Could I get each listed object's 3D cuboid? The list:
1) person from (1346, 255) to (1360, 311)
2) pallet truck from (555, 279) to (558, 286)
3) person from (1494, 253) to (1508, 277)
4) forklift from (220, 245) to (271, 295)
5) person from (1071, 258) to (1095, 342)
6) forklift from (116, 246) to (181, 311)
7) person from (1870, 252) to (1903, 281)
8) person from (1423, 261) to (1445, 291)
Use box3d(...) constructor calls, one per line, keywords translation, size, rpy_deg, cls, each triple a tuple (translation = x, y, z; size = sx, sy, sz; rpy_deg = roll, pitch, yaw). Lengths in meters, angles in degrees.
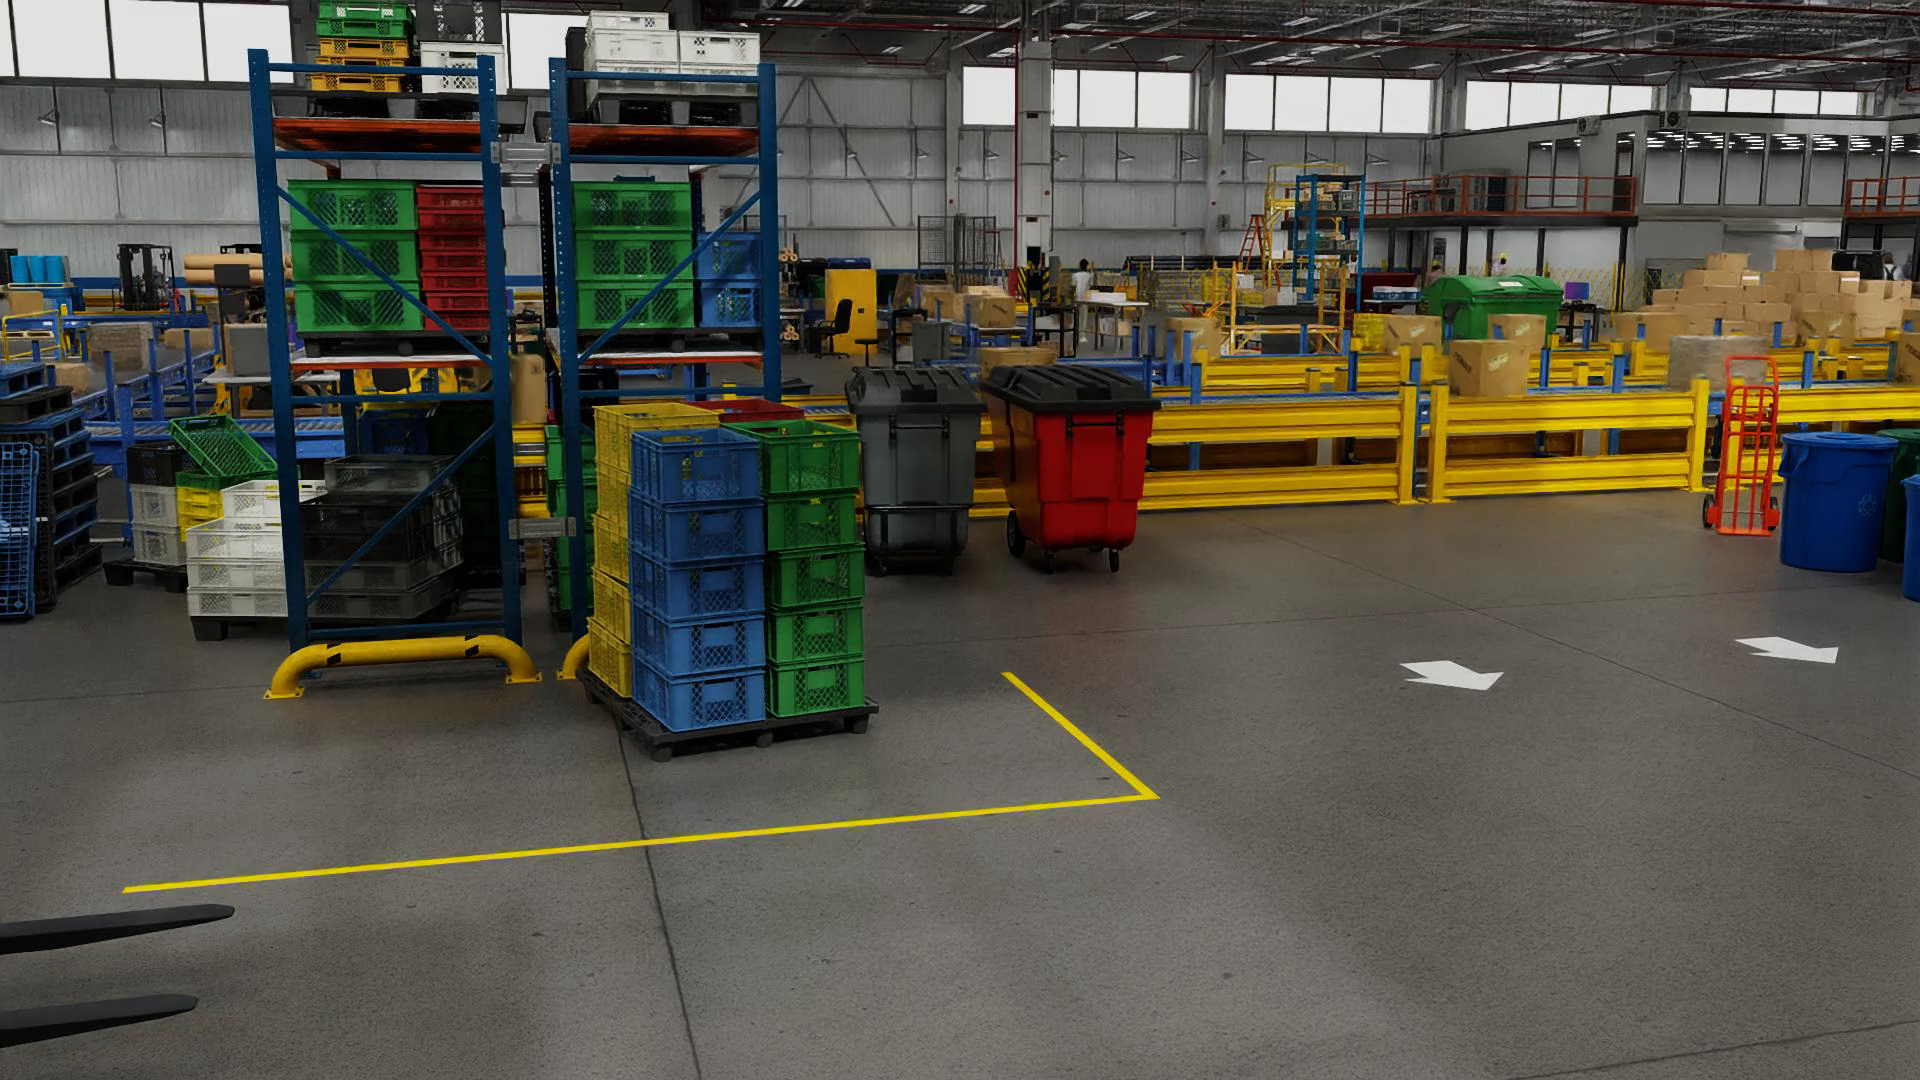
box3d(translation=(12.856, -8.407, 54.387), size=(0.575, 1.882, 0.355), rpy_deg=(8, 13, 38), cls="person")
box3d(translation=(-10.604, -6.375, 44.520), size=(0.653, 1.274, 1.630), rpy_deg=(-3, 10, -15), cls="pallet truck")
box3d(translation=(18.084, -8.592, 55.444), size=(0.613, 1.883, 0.953), rpy_deg=(-4, 11, -21), cls="person")
box3d(translation=(-17.749, -6.334, 41.440), size=(1.157, 1.987, 2.680), rpy_deg=(-3, 10, -17), cls="forklift")
box3d(translation=(2.767, -5.334, 37.064), size=(0.526, 1.853, 0.448), rpy_deg=(5, 11, 27), cls="person")
box3d(translation=(-19.966, -6.232, 40.894), size=(1.157, 1.987, 2.680), rpy_deg=(-3, 10, -15), cls="forklift")
box3d(translation=(22.392, -6.005, 40.333), size=(0.693, 2.000, 1.022), rpy_deg=(1, 10, 4), cls="person")
box3d(translation=(12.576, -6.531, 44.173), size=(0.537, 1.741, 0.746), rpy_deg=(1, 10, 4), cls="person")
